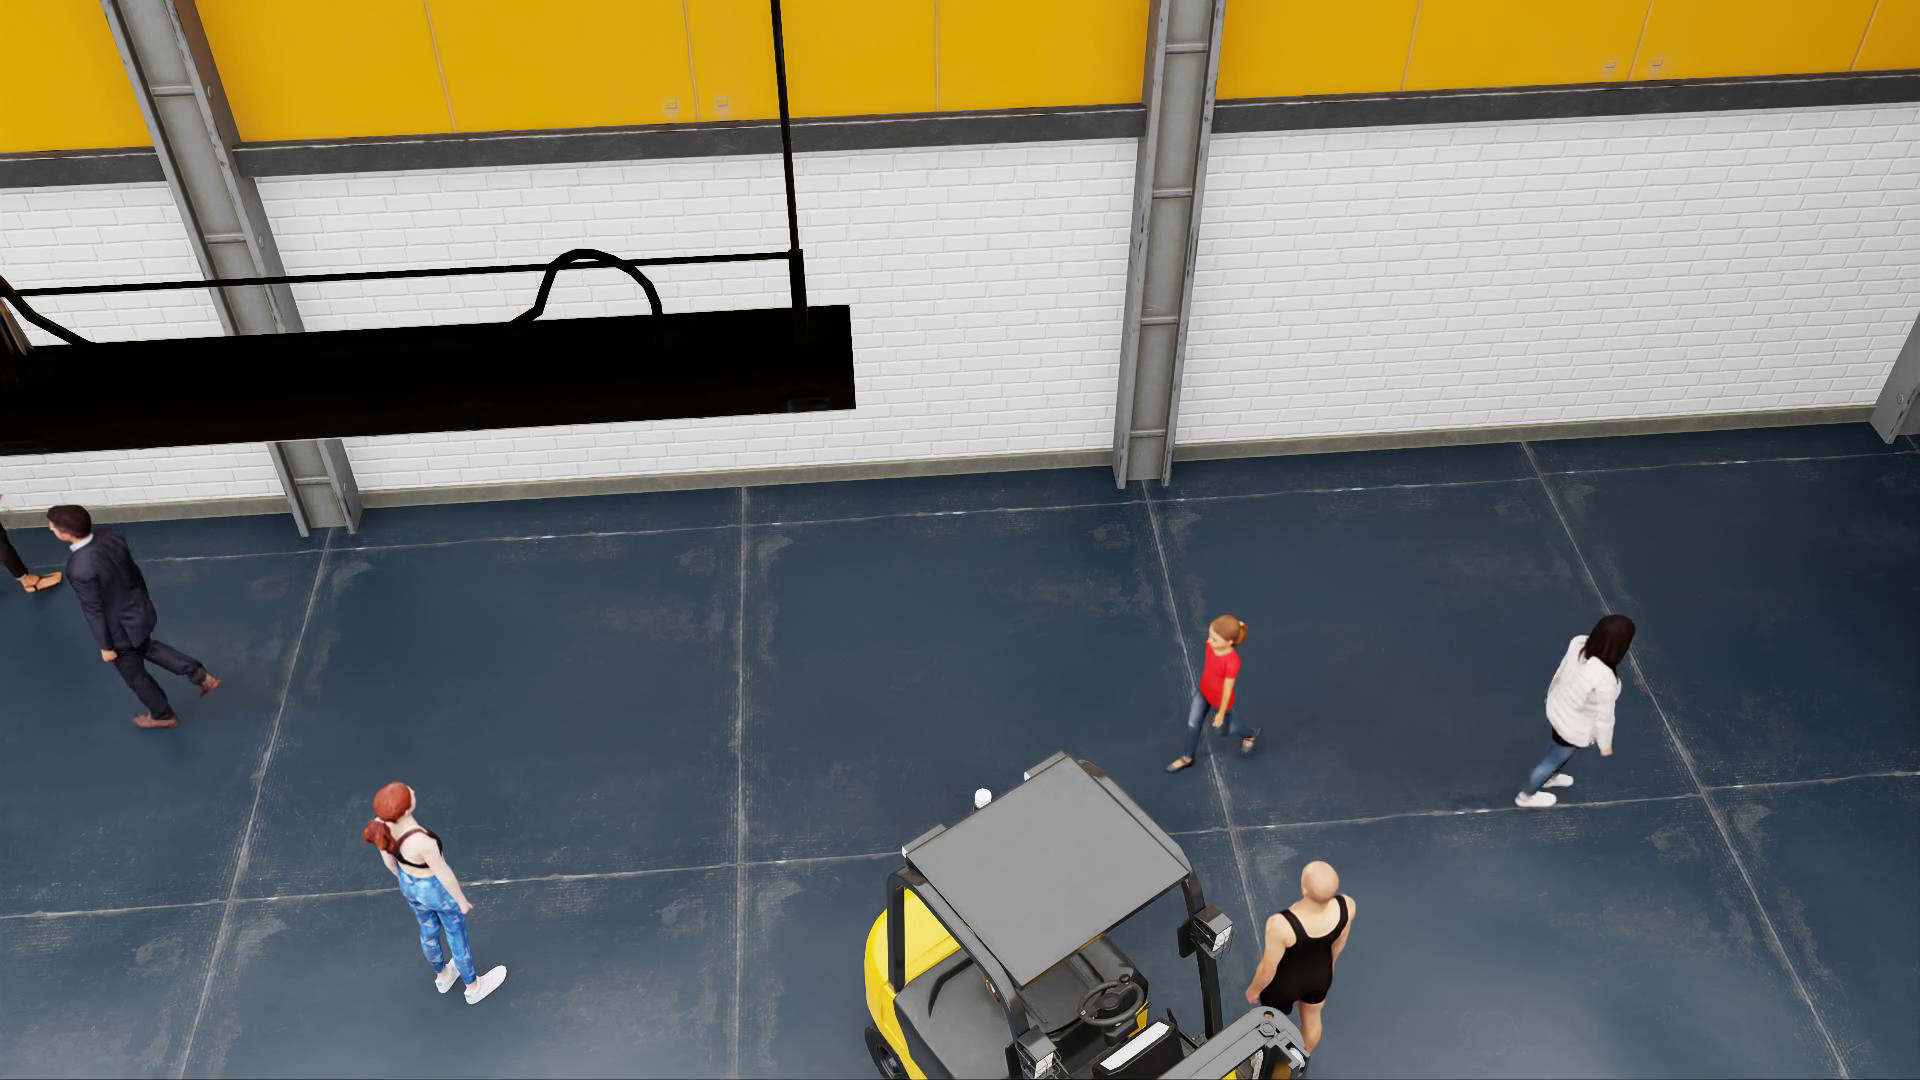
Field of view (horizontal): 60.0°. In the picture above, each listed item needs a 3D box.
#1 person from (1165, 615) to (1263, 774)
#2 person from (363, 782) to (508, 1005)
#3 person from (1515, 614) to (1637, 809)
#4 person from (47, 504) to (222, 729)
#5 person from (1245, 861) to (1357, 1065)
[{"bbox_3d":[1.623,0.941,10.144,0.920,1.286,0.701,-21,47,-20],"label":"person"},{"bbox_3d":[-2.802,1.867,8.810,0.661,1.785,0.736,17,46,17],"label":"person"},{"bbox_3d":[3.545,1.042,9.794,0.613,1.623,0.628,-2,44,-3],"label":"person"},{"bbox_3d":[-5.040,0.500,10.199,0.867,1.850,0.690,0,44,0],"label":"person"},{"bbox_3d":[1.715,2.214,8.424,0.553,1.816,0.759,-14,45,-14],"label":"person"}]
